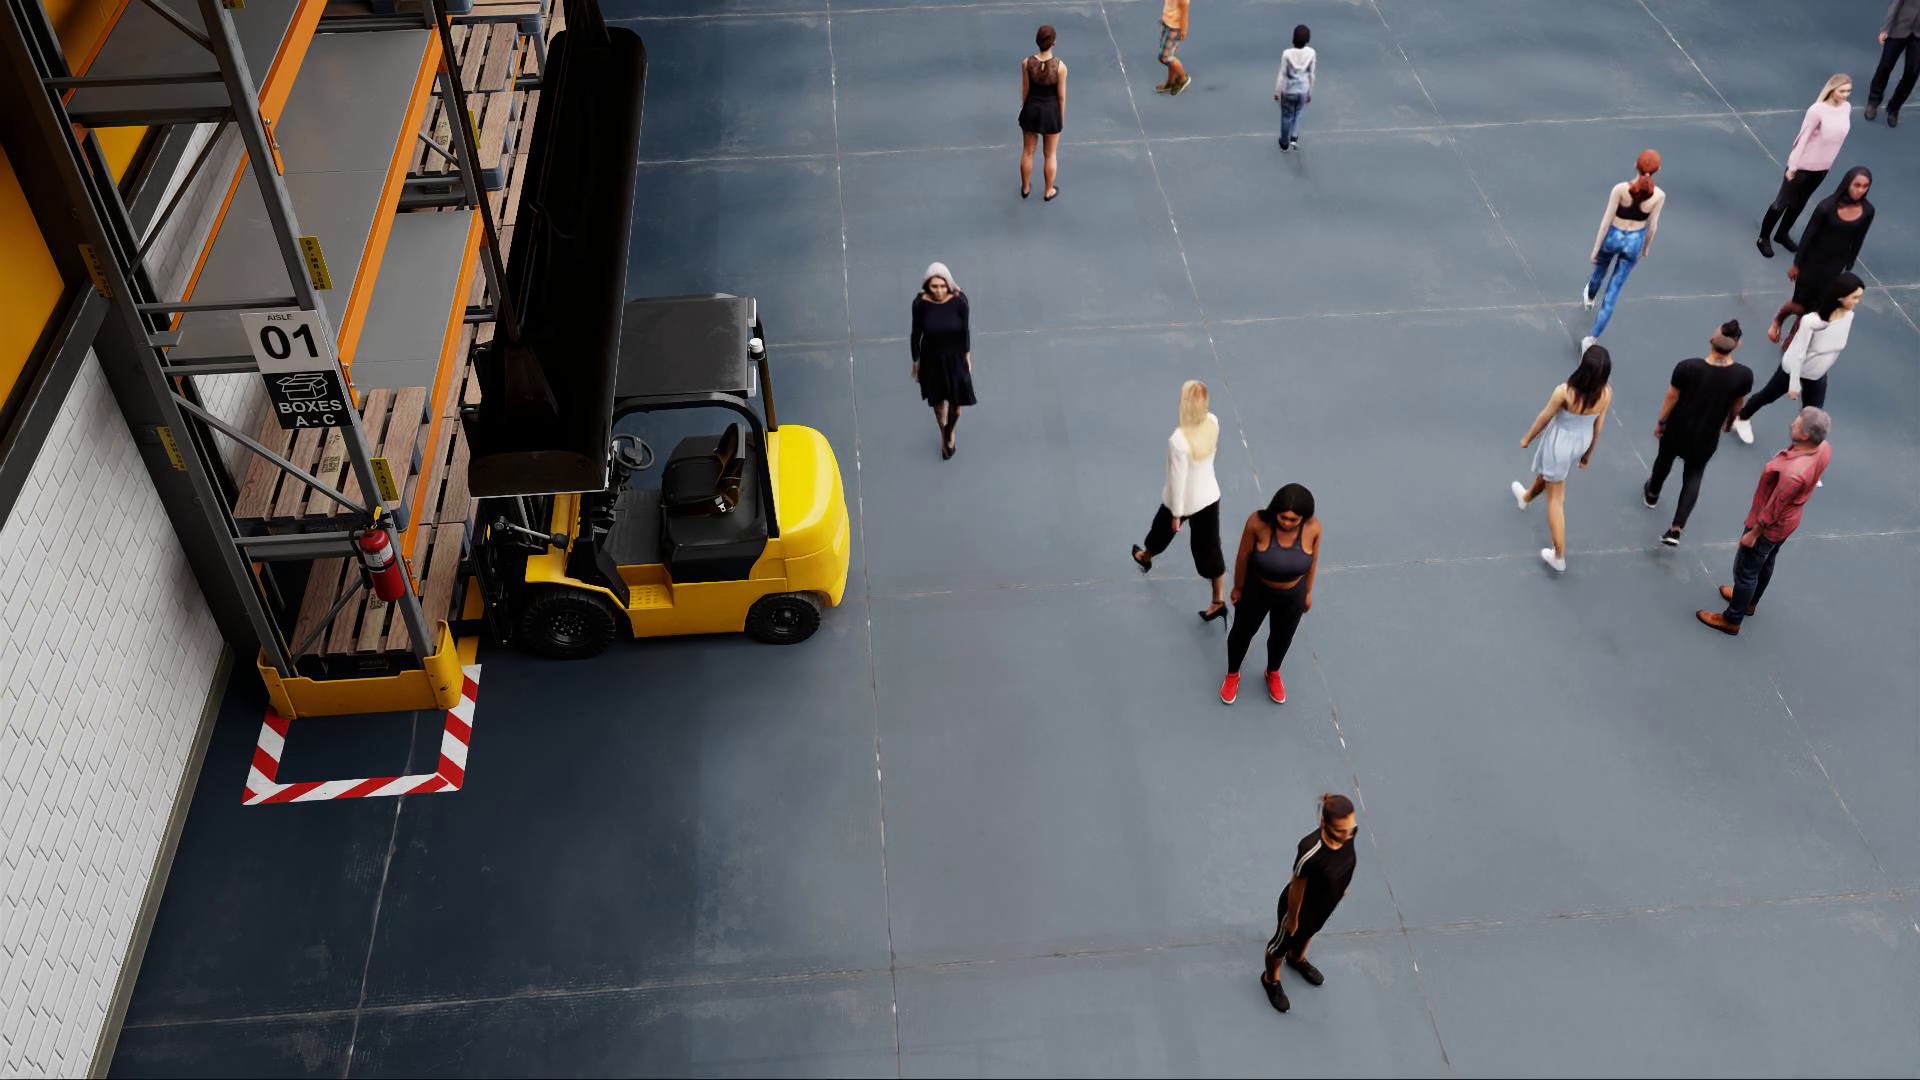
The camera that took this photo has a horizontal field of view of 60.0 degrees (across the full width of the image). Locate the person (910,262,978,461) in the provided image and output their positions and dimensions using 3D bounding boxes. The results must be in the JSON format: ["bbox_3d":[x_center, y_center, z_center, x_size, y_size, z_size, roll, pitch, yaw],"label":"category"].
[{"bbox_3d":[-0.131,-1.343,12.275,0.658,1.737,0.654,0,44,0],"label":"person"}]

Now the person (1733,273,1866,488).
[{"bbox_3d":[6.147,-1.278,12.273,0.760,1.645,1.192,-10,44,-10],"label":"person"}]

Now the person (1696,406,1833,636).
[{"bbox_3d":[5.351,-0.134,10.938,0.753,1.831,0.784,-34,53,-30],"label":"person"}]

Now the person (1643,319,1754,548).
[{"bbox_3d":[5.130,-0.738,11.567,0.972,1.838,1.210,12,45,13],"label":"person"}]

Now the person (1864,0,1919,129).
[{"bbox_3d":[9.129,-4.932,15.979,0.844,1.824,0.854,17,46,17],"label":"person"}]

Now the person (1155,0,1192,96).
[{"bbox_3d":[2.182,-5.107,16.432,0.627,1.453,0.566,-11,45,-11],"label":"person"}]

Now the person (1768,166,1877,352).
[{"bbox_3d":[6.819,-2.232,13.225,0.651,1.714,0.674,1,44,1],"label":"person"}]

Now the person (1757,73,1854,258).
[{"bbox_3d":[7.296,-3.240,14.303,0.649,1.687,0.612,-13,45,-13],"label":"person"}]

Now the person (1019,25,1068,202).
[{"bbox_3d":[0.735,-3.834,14.932,0.660,1.678,0.670,11,45,11],"label":"person"}]

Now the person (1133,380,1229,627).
[{"bbox_3d":[1.594,-0.173,11.006,1.066,1.794,1.248,-33,53,-30],"label":"person"}]

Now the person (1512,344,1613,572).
[{"bbox_3d":[4.190,-0.552,11.482,0.666,1.686,1.174,-7,44,-7],"label":"person"}]

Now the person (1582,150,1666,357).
[{"bbox_3d":[5.225,-2.230,13.201,0.917,1.744,1.210,14,45,14],"label":"person"}]

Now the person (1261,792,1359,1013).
[{"bbox_3d":[1.889,1.902,8.919,0.654,1.668,0.666,-28,50,-26],"label":"person"}]

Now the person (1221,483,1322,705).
[{"bbox_3d":[1.970,0.310,10.485,0.684,1.814,0.633,1,44,1],"label":"person"}]

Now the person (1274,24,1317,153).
[{"bbox_3d":[3.160,-4.220,15.644,0.487,1.256,0.503,-4,44,-4],"label":"person"}]
